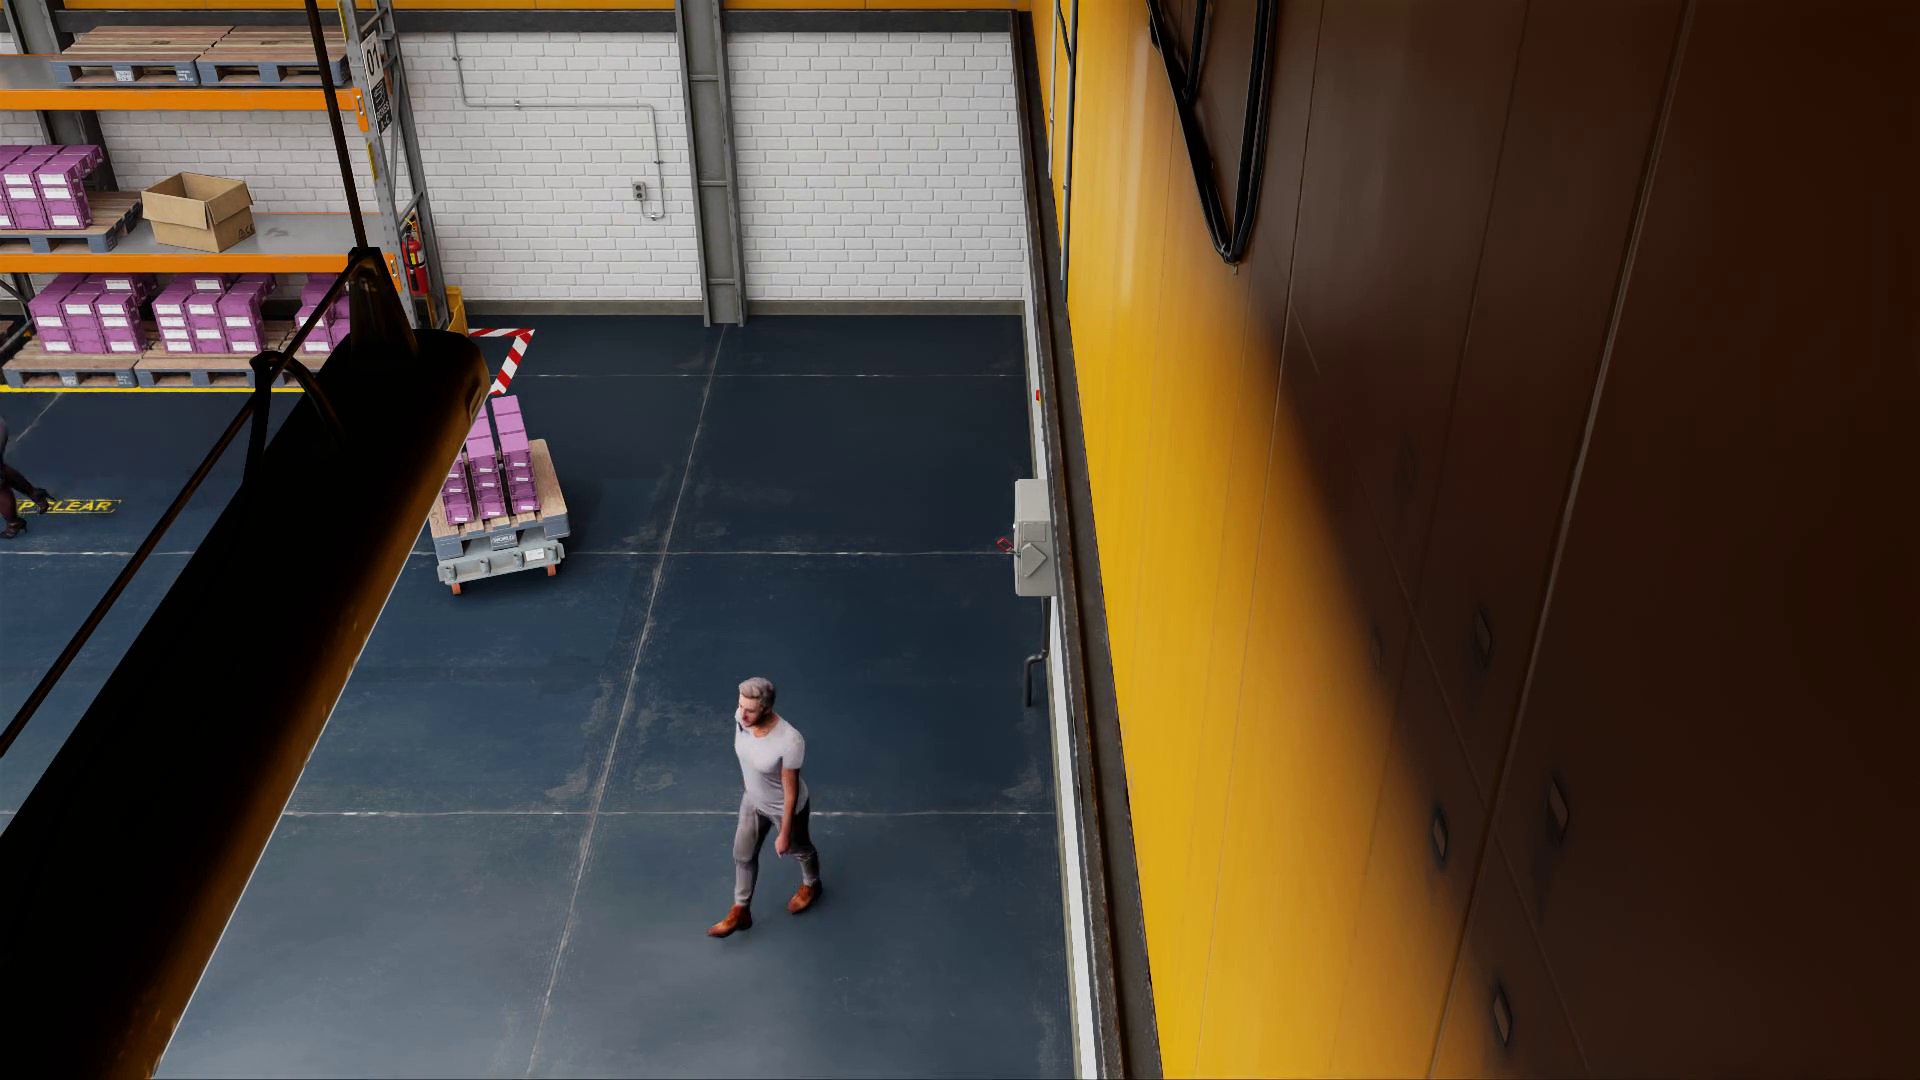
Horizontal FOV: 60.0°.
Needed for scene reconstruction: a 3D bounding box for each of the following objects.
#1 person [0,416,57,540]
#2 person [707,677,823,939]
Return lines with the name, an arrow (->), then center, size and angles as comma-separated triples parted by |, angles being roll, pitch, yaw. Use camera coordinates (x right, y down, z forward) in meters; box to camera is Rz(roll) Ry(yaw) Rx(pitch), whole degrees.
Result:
person -> -7.524, -0.786, 12.986 | 0.856, 1.749, 0.775 | -9, 35, -13
person -> -0.987, 1.462, 9.565 | 1.088, 1.792, 1.132 | 25, 41, 33
